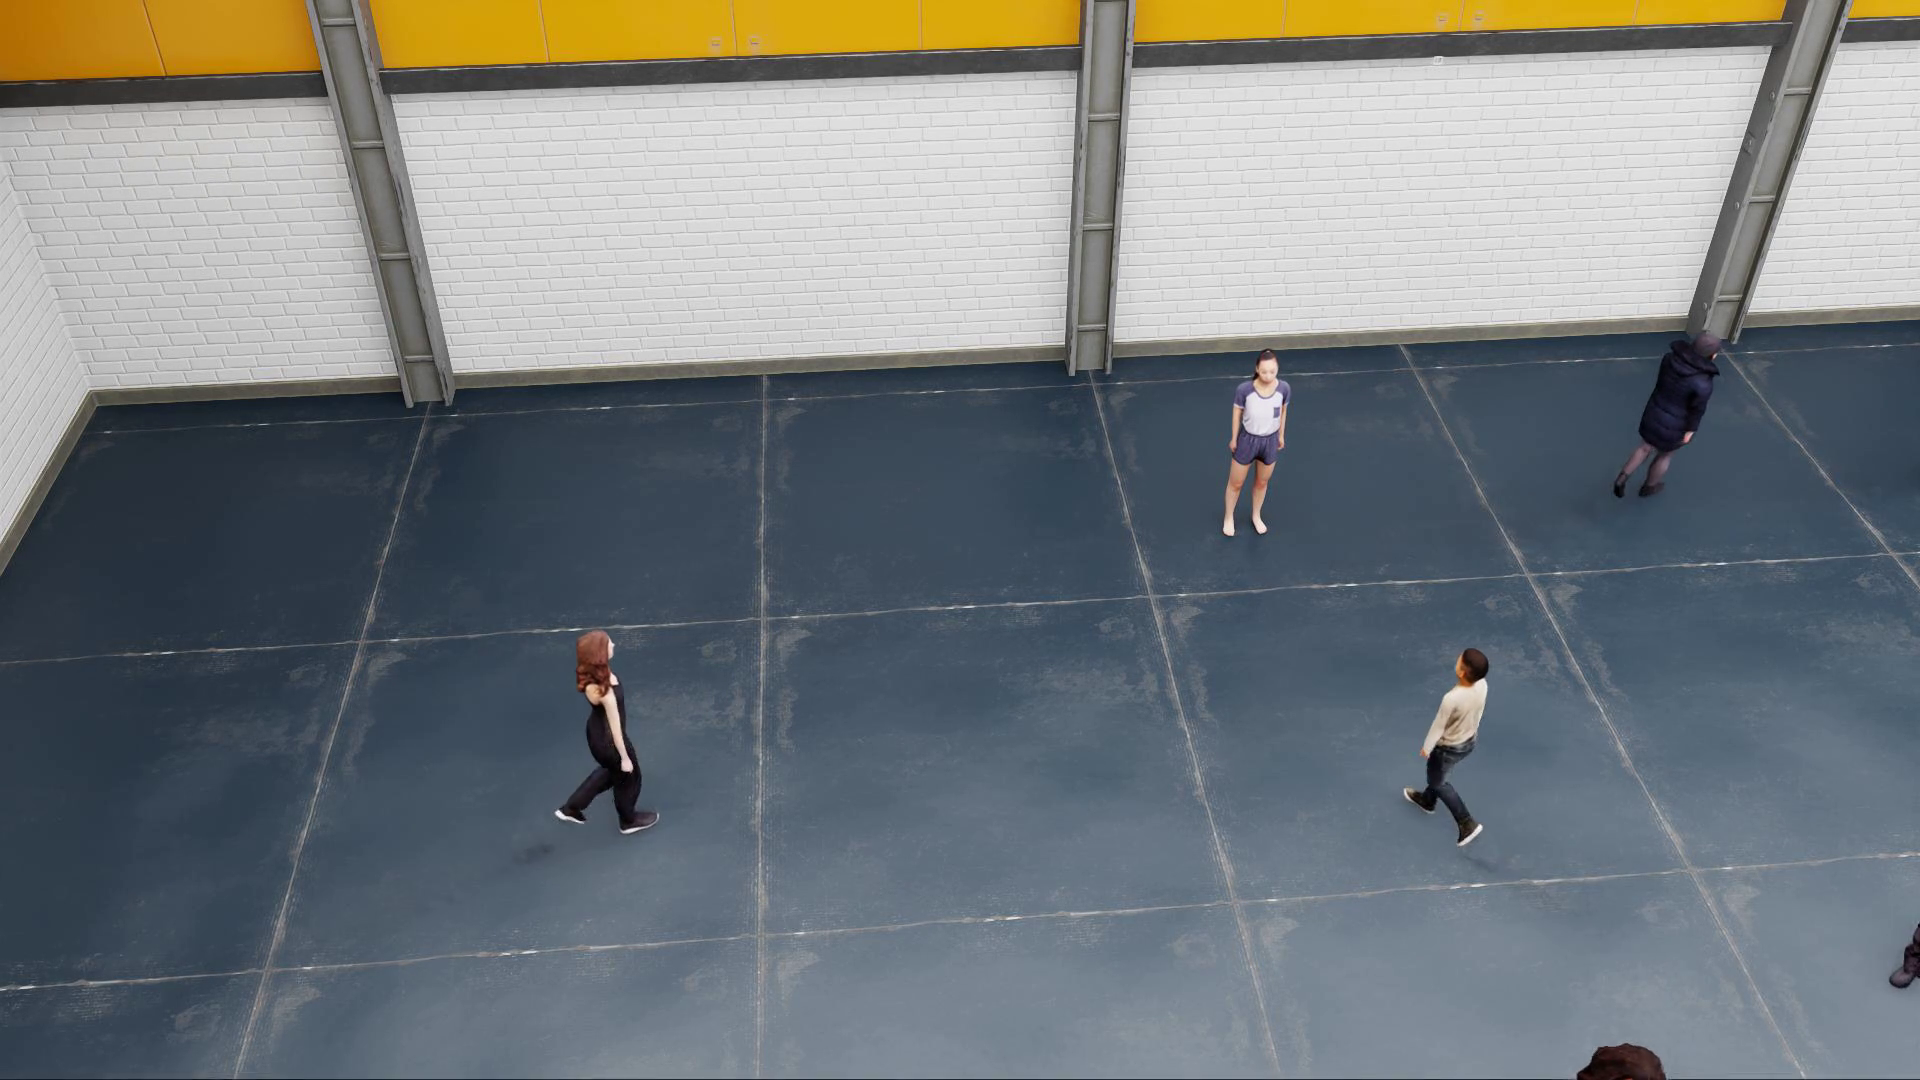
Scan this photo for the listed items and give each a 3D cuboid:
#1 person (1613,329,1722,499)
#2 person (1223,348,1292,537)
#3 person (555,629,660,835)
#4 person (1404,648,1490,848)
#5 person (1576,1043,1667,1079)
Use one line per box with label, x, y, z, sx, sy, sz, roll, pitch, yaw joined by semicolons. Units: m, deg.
person;5.626;-0.963;13.314;0.978;1.660;0.860;-19;42;-22
person;2.320;-0.765;13.073;0.457;1.650;0.651;-4;39;-5
person;-2.300;1.269;10.460;0.950;1.733;0.768;-16;41;-20
person;3.193;1.331;10.613;0.908;1.445;0.898;-26;46;-29
person;3.232;2.982;8.441;1.077;1.576;0.899;9;40;11
